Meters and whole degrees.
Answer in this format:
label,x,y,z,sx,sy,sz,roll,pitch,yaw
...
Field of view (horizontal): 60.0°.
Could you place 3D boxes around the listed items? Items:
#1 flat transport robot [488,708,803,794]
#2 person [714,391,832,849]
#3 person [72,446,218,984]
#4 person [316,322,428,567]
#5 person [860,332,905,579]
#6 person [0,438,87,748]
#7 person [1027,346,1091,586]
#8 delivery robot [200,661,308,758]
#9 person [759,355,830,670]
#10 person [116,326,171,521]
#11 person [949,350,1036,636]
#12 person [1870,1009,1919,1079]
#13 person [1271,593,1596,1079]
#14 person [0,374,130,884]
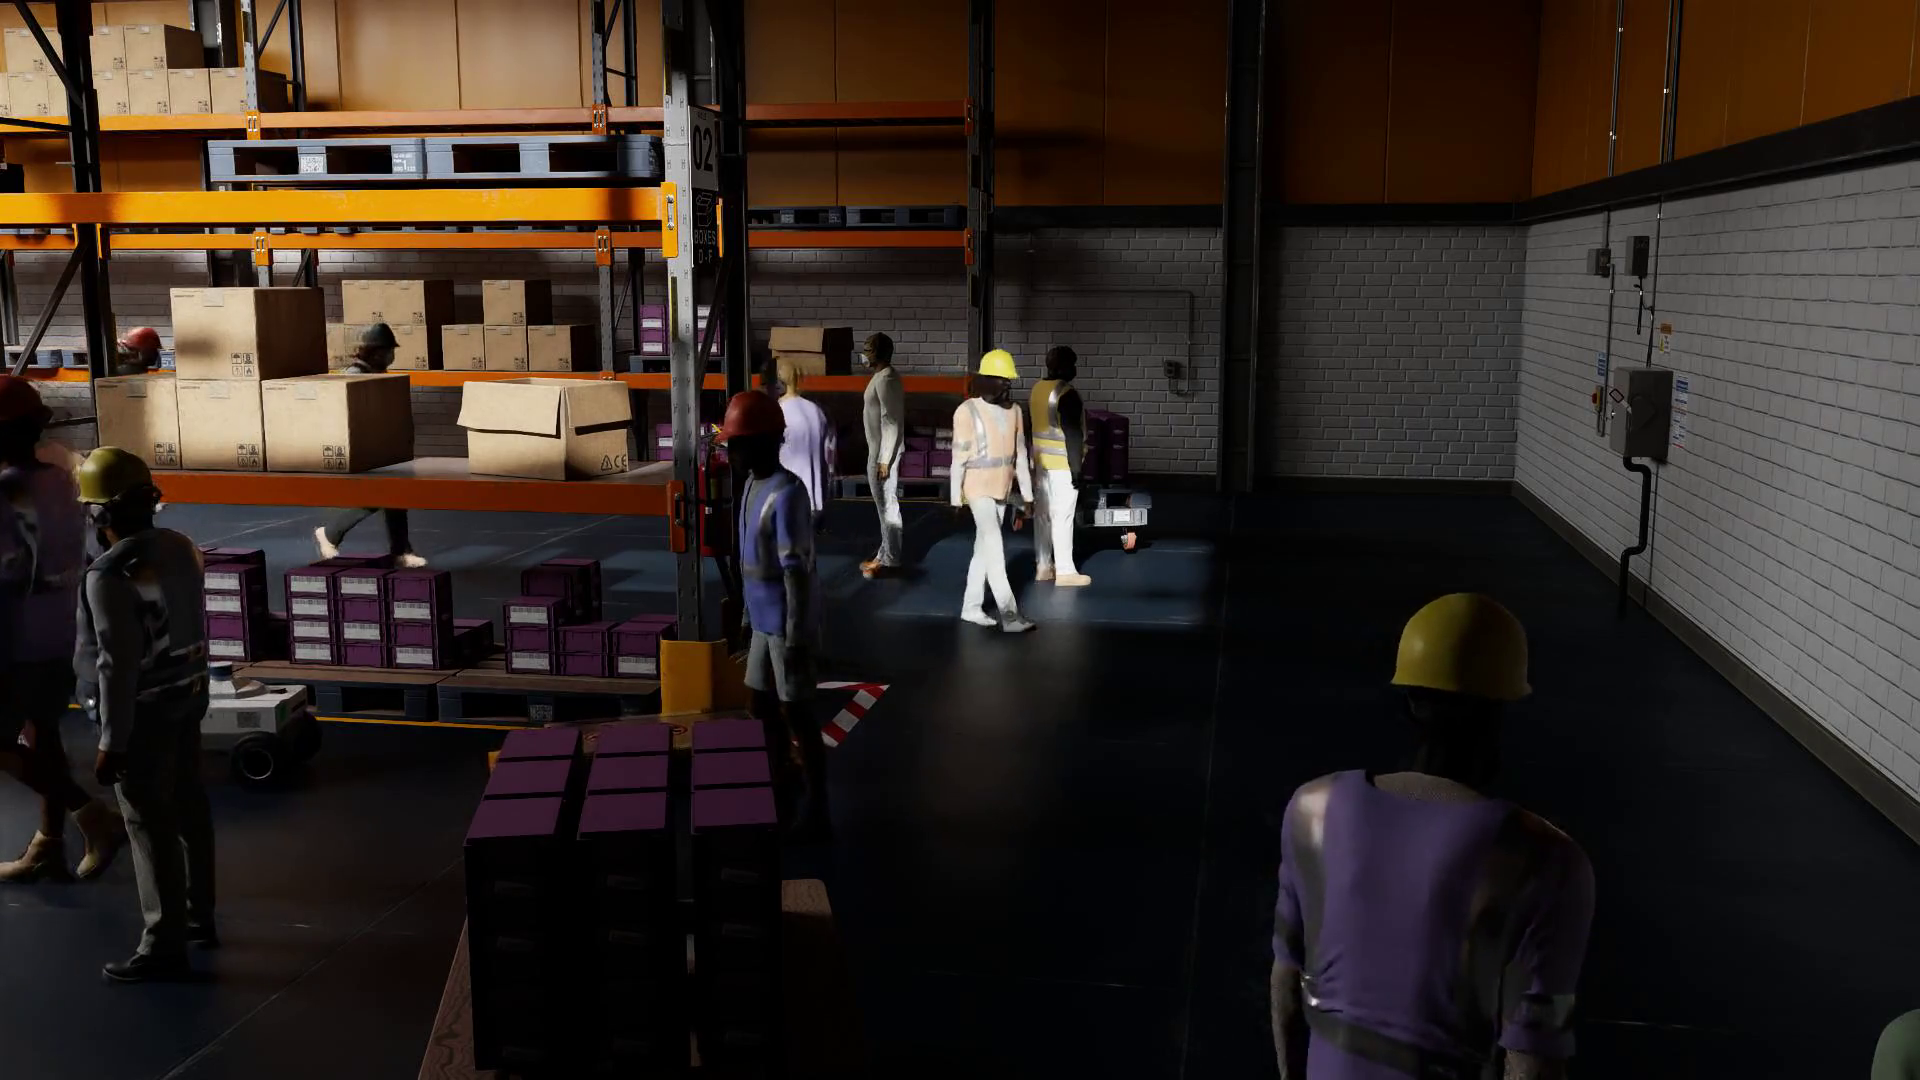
label,x,y,z,sx,sy,sz,roll,pitch,yaw
flat transport robot,-1.482,1.007,7.910,1.431,0.197,0.652,-3,10,-20
person,-0.802,0.333,6.999,0.432,1.922,0.551,-4,10,-23
person,-2.784,0.592,5.671,0.404,1.828,0.592,0,9,1
person,-4.783,-0.767,13.441,0.770,2.000,0.692,2,9,11
person,-0.615,-0.667,13.134,0.359,1.938,0.635,-1,9,-6
person,-4.411,0.187,8.038,0.648,1.871,0.600,3,10,15
person,0.774,-0.572,12.849,0.430,1.845,0.619,-5,10,-27
delivery robot,-3.495,0.821,7.897,0.707,0.478,0.477,0,9,-2
person,-1.119,-0.162,10.128,0.734,1.906,0.621,4,10,22
person,-6.662,-0.745,13.513,0.642,1.972,0.510,7,11,36
person,0.287,-0.309,11.077,0.903,1.888,0.606,8,12,42
person,1.530,1.221,2.369,0.498,1.633,0.278,4,10,21
person,0.752,1.027,2.886,0.601,1.866,1.057,8,12,40
person,-3.526,0.374,6.412,0.586,2.026,0.611,1,9,4
